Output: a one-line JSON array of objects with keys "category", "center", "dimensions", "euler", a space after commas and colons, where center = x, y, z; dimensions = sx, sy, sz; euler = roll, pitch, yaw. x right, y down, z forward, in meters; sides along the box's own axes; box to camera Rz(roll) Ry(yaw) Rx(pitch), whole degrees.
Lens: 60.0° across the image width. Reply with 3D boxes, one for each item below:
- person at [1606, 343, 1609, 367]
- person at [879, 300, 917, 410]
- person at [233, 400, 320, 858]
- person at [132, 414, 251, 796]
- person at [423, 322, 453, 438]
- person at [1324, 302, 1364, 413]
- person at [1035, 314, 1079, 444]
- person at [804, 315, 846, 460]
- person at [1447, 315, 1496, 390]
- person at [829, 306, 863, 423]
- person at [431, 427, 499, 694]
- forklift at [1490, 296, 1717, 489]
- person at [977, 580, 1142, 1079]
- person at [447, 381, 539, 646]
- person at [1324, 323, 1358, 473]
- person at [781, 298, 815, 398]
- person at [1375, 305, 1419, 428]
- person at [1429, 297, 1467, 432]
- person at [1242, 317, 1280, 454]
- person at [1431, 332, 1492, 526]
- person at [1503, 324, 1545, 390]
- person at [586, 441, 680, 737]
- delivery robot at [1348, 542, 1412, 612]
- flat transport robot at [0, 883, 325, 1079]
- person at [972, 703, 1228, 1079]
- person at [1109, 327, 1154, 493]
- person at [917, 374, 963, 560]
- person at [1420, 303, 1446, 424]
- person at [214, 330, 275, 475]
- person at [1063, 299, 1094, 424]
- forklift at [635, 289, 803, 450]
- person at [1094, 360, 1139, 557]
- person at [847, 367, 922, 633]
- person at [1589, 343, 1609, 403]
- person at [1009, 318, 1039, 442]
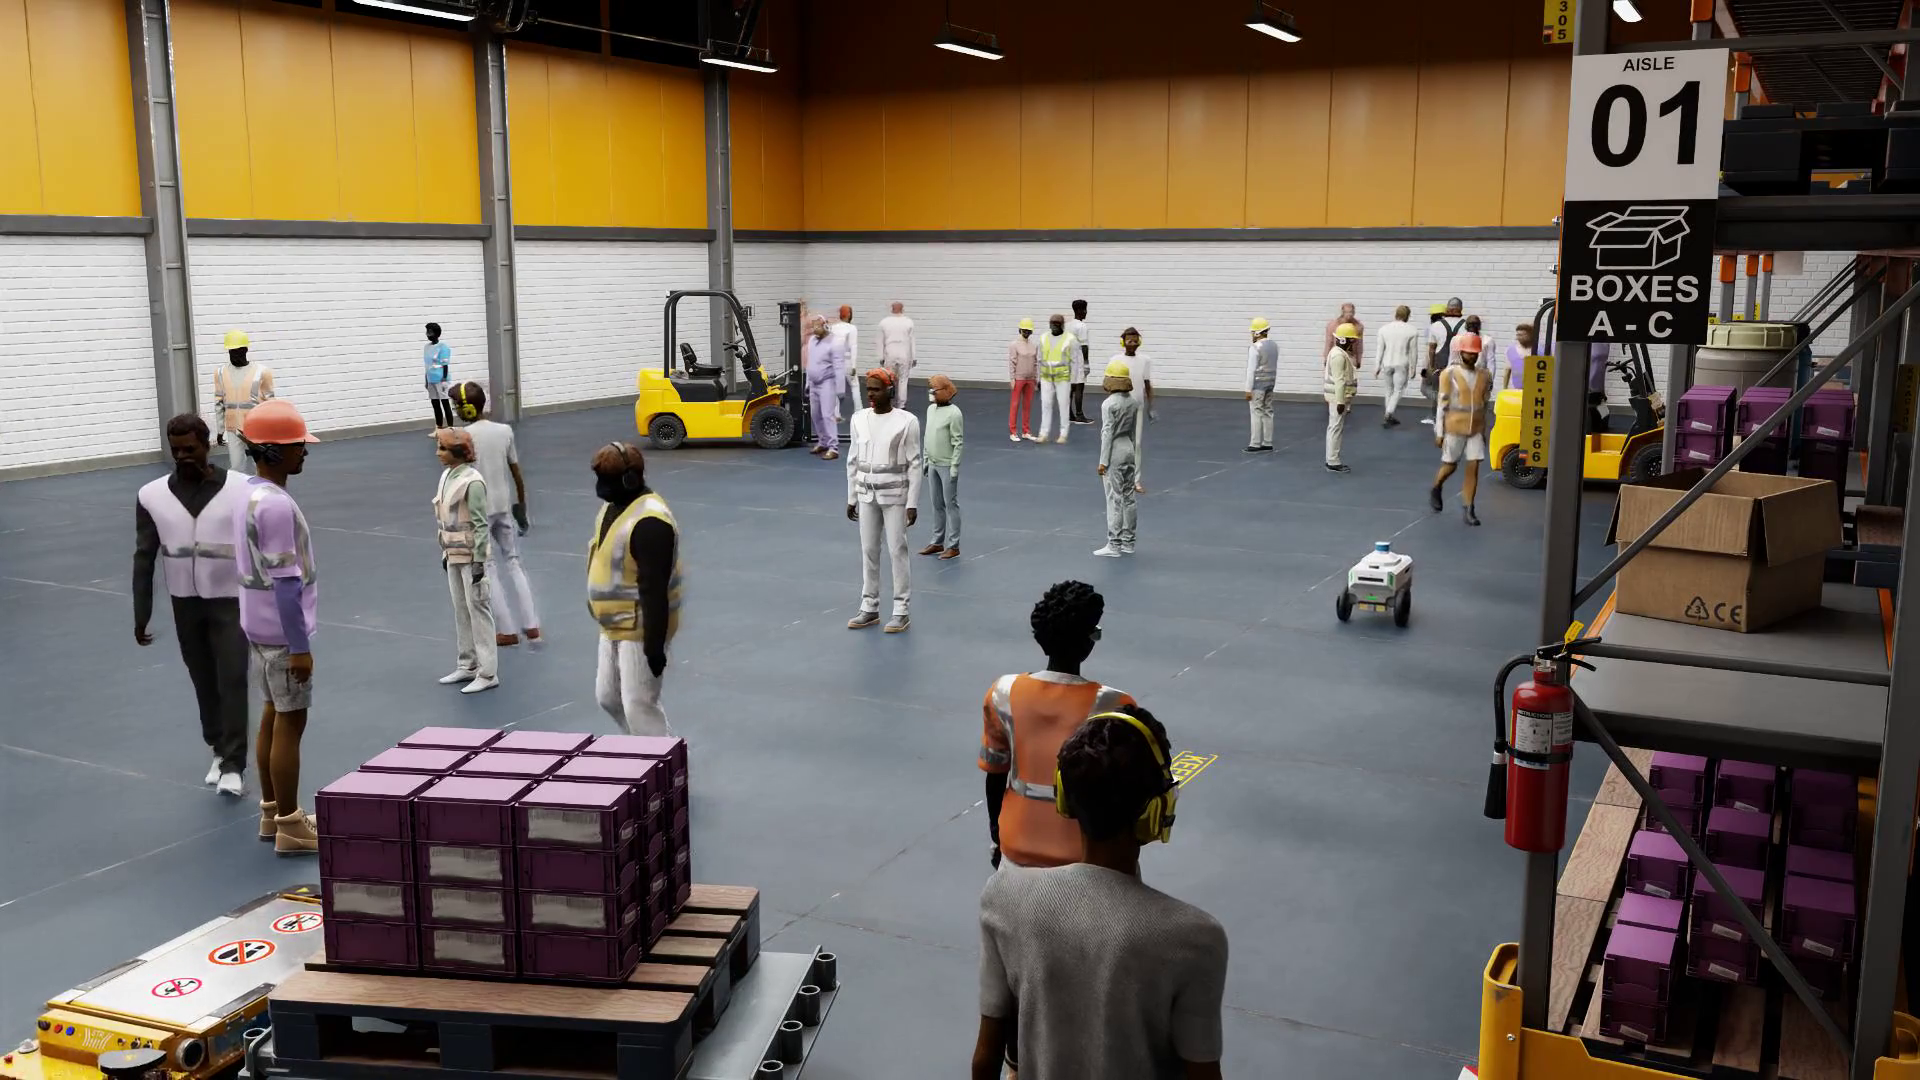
[{"category": "person", "center": [10.340, -2.966, 27.210], "dimensions": [0.552, 1.932, 0.377], "euler": [-3, 10, -15]}, {"category": "person", "center": [-1.049, -3.125, 28.273], "dimensions": [0.646, 1.890, 0.454], "euler": [2, 10, 9]}, {"category": "person", "center": [-3.012, 0.393, 7.449], "dimensions": [0.373, 2.042, 0.614], "euler": [-7, 12, -34]}, {"category": "person", "center": [-3.756, 0.335, 8.201], "dimensions": [0.623, 1.891, 0.790], "euler": [-1, 10, -8]}, {"category": "person", "center": [-7.571, -2.305, 24.085], "dimensions": [0.534, 1.691, 0.320], "euler": [7, 12, 37]}, {"category": "person", "center": [6.474, -3.099, 28.158], "dimensions": [0.665, 1.874, 0.734], "euler": [0, 10, 1]}, {"category": "person", "center": [1.359, -2.271, 23.477], "dimensions": [0.639, 1.841, 0.429], "euler": [5, 11, 26]}, {"category": "person", "center": [-1.768, -2.016, 21.884], "dimensions": [0.543, 1.881, 0.850], "euler": [-8, 13, -40]}, {"category": "person", "center": [7.141, -2.229, 23.250], "dimensions": [0.650, 1.837, 0.430], "euler": [3, 10, 19]}, {"category": "person", "center": [-1.774, -2.792, 26.452], "dimensions": [0.577, 1.848, 0.895], "euler": [6, 11, 30]}, {"category": "person", "center": [-3.040, 0.119, 10.211], "dimensions": [0.311, 1.636, 0.521], "euler": [-8, 13, -39]}, {"category": "forklift", "center": [7.296, -1.677, 18.993], "dimensions": [2.313, 2.155, 1.214], "euler": [5, 11, 27]}, {"category": "person", "center": [0.321, 0.962, 5.153], "dimensions": [0.542, 1.695, 0.316], "euler": [5, 11, 27]}, {"category": "person", "center": [-3.198, -0.166, 11.314], "dimensions": [0.358, 1.834, 0.582], "euler": [8, 13, 40]}, {"category": "person", "center": [4.676, -1.743, 20.434], "dimensions": [0.404, 1.827, 0.601], "euler": [2, 10, 9]}, {"category": "person", "center": [-2.960, -3.513, 30.621], "dimensions": [0.639, 1.856, 1.015], "euler": [9, 13, 43]}, {"category": "person", "center": [6.669, -2.653, 25.500], "dimensions": [0.642, 1.907, 0.864], "euler": [7, 12, 36]}, {"category": "person", "center": [7.395, -2.637, 24.999], "dimensions": [0.688, 2.000, 0.536], "euler": [3, 10, 19]}, {"category": "person", "center": [4.032, -2.071, 22.349], "dimensions": [0.589, 1.827, 0.403], "euler": [-9, 13, -42]}, {"category": "person", "center": [5.010, -1.126, 16.636], "dimensions": [0.550, 1.918, 0.747], "euler": [-1, 10, -7]}, {"category": "person", "center": [7.361, -1.915, 21.593], "dimensions": [0.589, 1.779, 1.011], "euler": [8, 13, 40]}, {"category": "person", "center": [-1.550, 0.426, 7.923], "dimensions": [0.428, 1.817, 0.662], "euler": [-5, 11, -28]}, {"category": "delivery robot", "center": [3.102, 0.259, 12.257], "dimensions": [0.477, 0.478, 0.707], "euler": [5, 11, 25]}, {"category": "flat transport robot", "center": [-2.556, 1.562, 5.806], "dimensions": [0.652, 0.197, 1.431], "euler": [4, 10, 20]}, {"category": "person", "center": [0.272, 1.224, 3.143], "dimensions": [0.538, 1.869, 0.312], "euler": [5, 11, 27]}, {"category": "person", "center": [1.914, -1.448, 18.628], "dimensions": [0.517, 1.870, 0.369], "euler": [-3, 10, -16]}, {"category": "person", "center": [-0.163, -0.648, 14.657], "dimensions": [0.279, 1.633, 0.499], "euler": [-7, 12, -35]}, {"category": "person", "center": [7.461, -2.733, 25.956], "dimensions": [0.625, 1.902, 0.584], "euler": [-6, 12, -33]}, {"category": "person", "center": [-7.149, -1.133, 16.621], "dimensions": [0.593, 1.925, 0.384], "euler": [0, 10, 1]}, {"category": "person", "center": [1.852, -2.807, 26.194], "dimensions": [0.370, 1.967, 0.602], "euler": [-5, 11, -27]}, {"category": "forklift", "center": [-3.358, -2.392, 23.136], "dimensions": [2.313, 2.155, 1.214], "euler": [-1, 10, -5]}, {"category": "person", "center": [1.388, -0.725, 14.789], "dimensions": [0.295, 1.744, 0.490], "euler": [8, 12, 38]}, {"category": "person", "center": [-0.553, -0.284, 11.829], "dimensions": [0.585, 1.882, 0.344], "euler": [5, 11, 28]}, {"category": "person", "center": [7.830, -1.841, 20.686], "dimensions": [0.635, 1.937, 0.354], "euler": [-7, 12, -37]}, {"category": "person", "center": [0.926, -2.291, 23.802], "dimensions": [0.524, 1.764, 0.329], "euler": [-7, 12, -36]}]
